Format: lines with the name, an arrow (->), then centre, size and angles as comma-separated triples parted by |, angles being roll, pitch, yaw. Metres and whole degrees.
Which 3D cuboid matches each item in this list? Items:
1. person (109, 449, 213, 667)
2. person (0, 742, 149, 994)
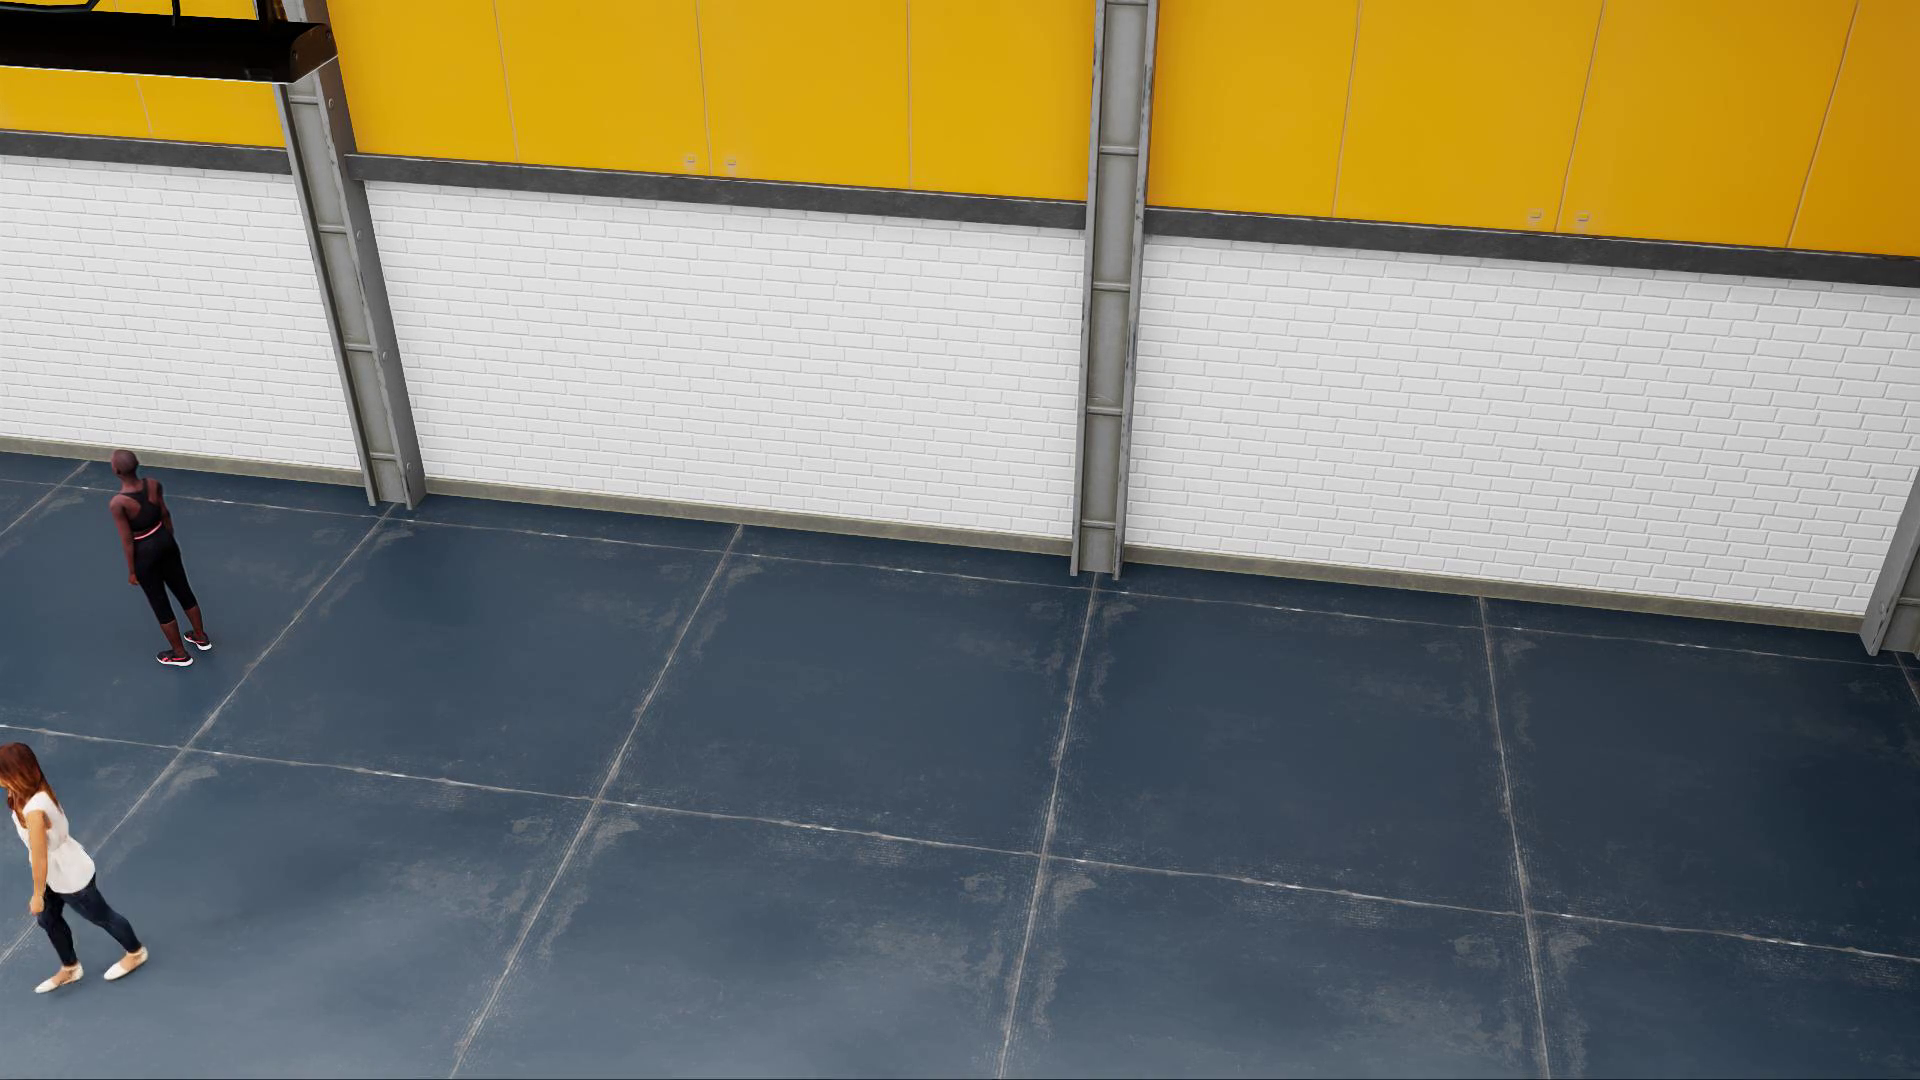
person -> -5.779, 0.115, 11.939 | 0.611, 1.758, 0.643 | 14, 36, 21
person -> -4.943, 1.818, 9.373 | 0.917, 1.762, 0.880 | -26, 42, -34
